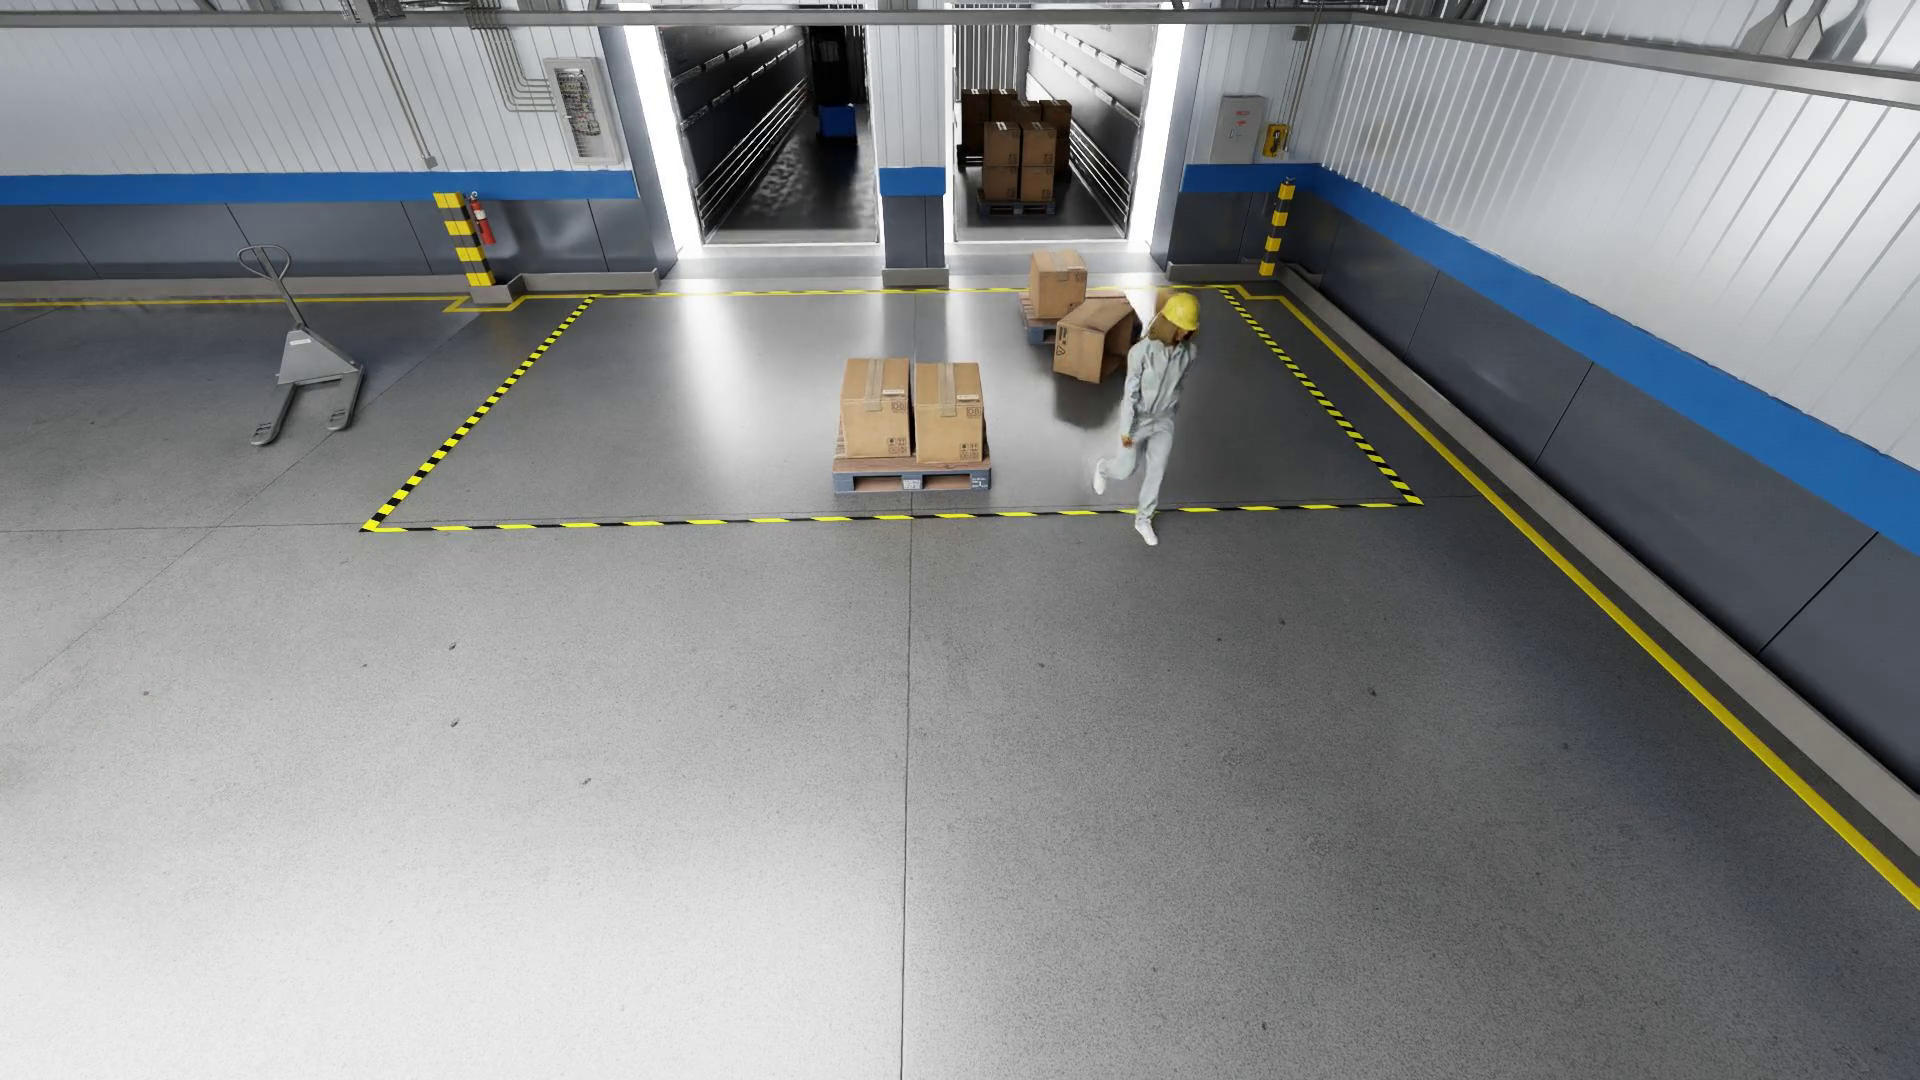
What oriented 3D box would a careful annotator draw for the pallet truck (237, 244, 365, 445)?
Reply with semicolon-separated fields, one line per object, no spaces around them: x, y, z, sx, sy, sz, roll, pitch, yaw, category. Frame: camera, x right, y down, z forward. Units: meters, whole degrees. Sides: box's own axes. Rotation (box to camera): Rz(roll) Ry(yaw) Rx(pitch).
-5.915;-1.733;6.366;0.680;1.201;1.601;-18;42;-21;pallet truck

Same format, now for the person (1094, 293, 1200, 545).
1.225;-0.825;4.836;0.481;1.707;0.725;-9;39;-11;person

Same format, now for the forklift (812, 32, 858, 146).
-2.670;-9.557;15.581;0.716;2.013;0.776;-8;39;-10;forklift
